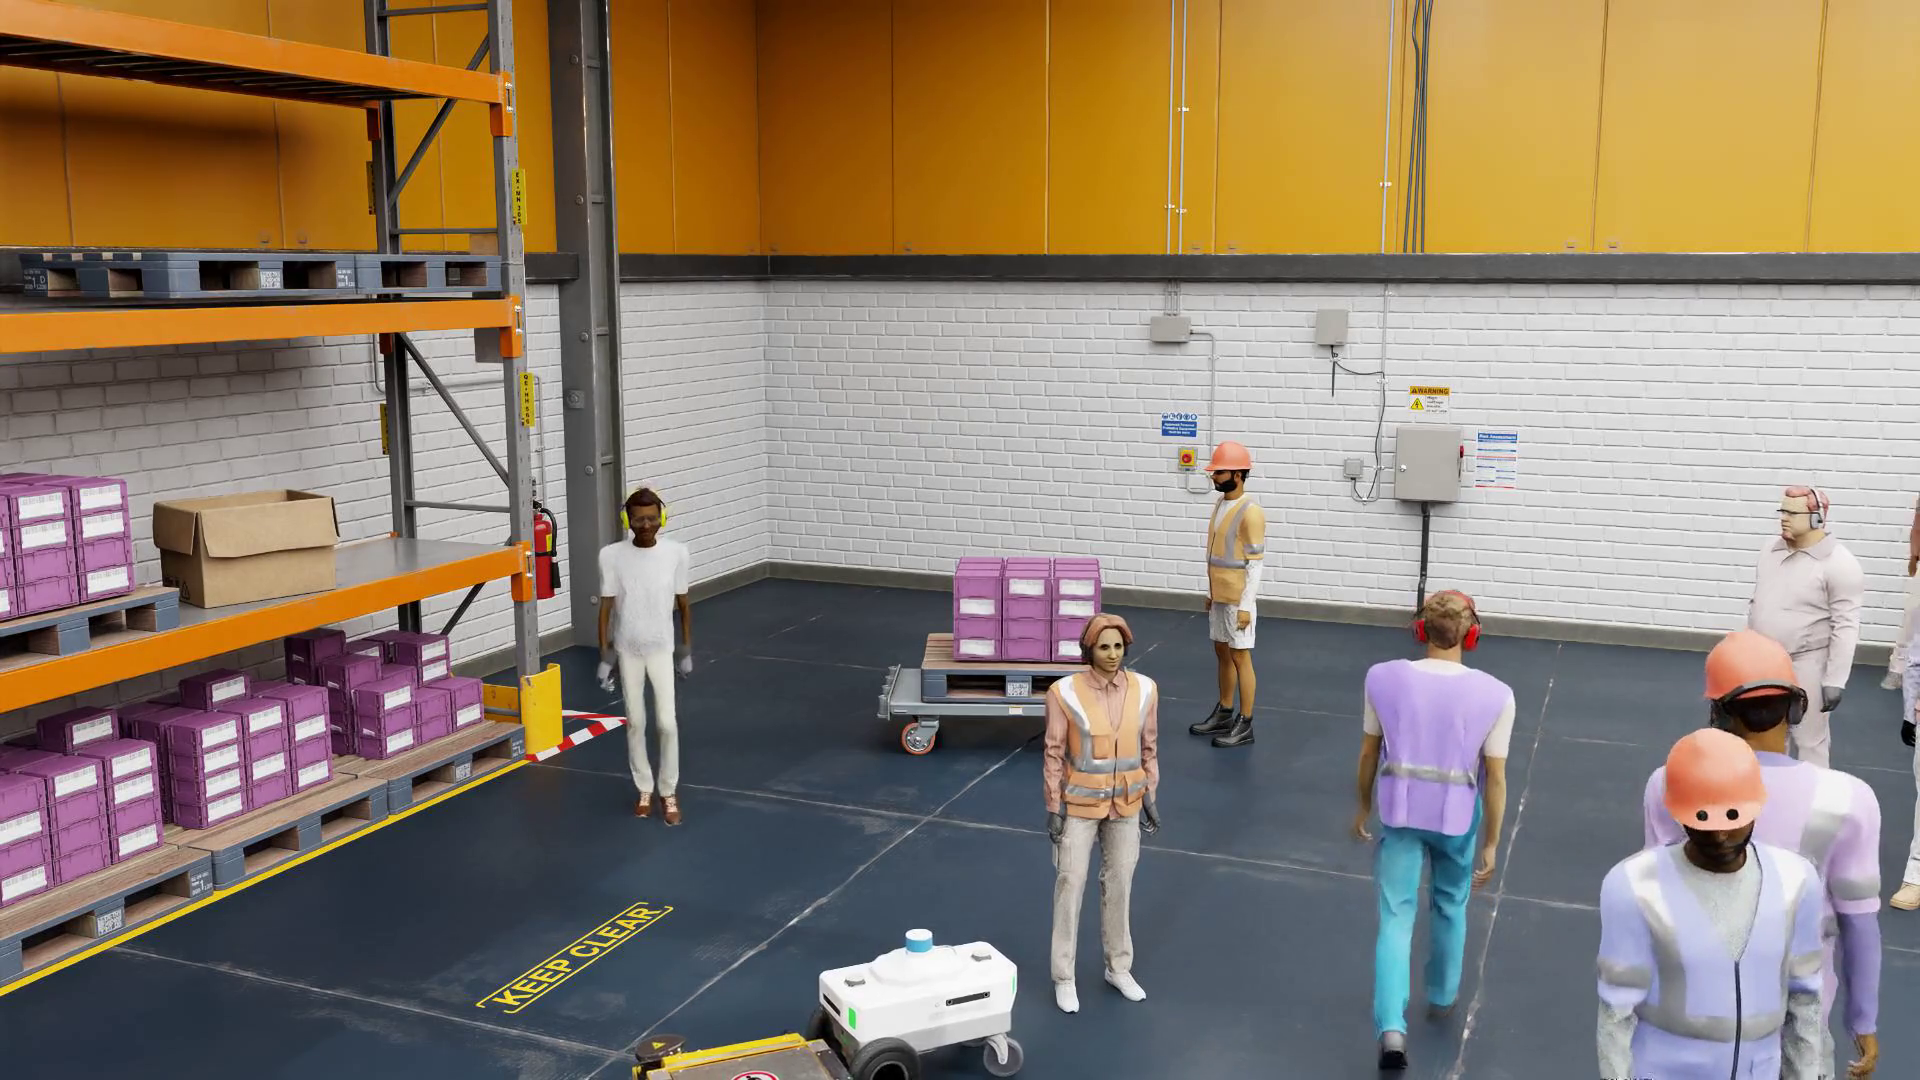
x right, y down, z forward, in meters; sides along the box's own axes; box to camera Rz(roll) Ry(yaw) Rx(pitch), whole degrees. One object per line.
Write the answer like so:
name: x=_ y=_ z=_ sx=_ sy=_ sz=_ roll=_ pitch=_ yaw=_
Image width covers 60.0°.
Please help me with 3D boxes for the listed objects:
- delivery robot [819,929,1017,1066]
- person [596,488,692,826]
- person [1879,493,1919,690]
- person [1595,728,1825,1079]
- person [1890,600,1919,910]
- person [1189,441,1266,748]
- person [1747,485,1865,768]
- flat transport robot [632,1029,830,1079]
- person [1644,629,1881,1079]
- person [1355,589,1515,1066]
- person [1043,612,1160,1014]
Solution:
delivery robot: x=-0.151 y=1.697 z=6.207 sx=0.707 sy=0.478 sz=0.477 roll=-4 pitch=10 yaw=-25
person: x=-1.715 y=0.637 z=9.027 sx=0.515 sy=1.846 sz=0.652 roll=-2 pitch=9 yaw=-9
person: x=6.938 y=0.153 z=11.692 sx=0.425 sy=1.936 sz=0.701 roll=-4 pitch=10 yaw=-23
person: x=1.892 y=1.394 z=4.209 sx=0.563 sy=1.919 sz=0.398 roll=-1 pitch=9 yaw=-4
person: x=4.679 y=0.858 z=7.688 sx=0.429 sy=1.844 sz=0.624 roll=-9 pitch=13 yaw=-44
person: x=1.701 y=0.341 z=10.523 sx=0.361 sy=1.939 sz=0.543 roll=-3 pitch=10 yaw=-17
person: x=4.335 y=0.661 z=8.685 sx=0.402 sy=1.909 sz=0.638 roll=-3 pitch=10 yaw=-17
flat transport robot: x=-0.624 y=1.996 z=5.541 sx=0.652 sy=0.197 sz=1.431 roll=-4 pitch=10 yaw=-22
person: x=2.195 y=1.275 z=4.636 sx=0.650 sy=2.017 sz=0.669 roll=7 pitch=12 yaw=38
person: x=1.805 y=1.086 z=6.412 sx=0.590 sy=1.810 sz=0.914 roll=3 pitch=10 yaw=20
person: x=0.577 y=1.102 z=6.817 sx=0.513 sy=1.641 sz=0.309 roll=-3 pitch=10 yaw=-20
